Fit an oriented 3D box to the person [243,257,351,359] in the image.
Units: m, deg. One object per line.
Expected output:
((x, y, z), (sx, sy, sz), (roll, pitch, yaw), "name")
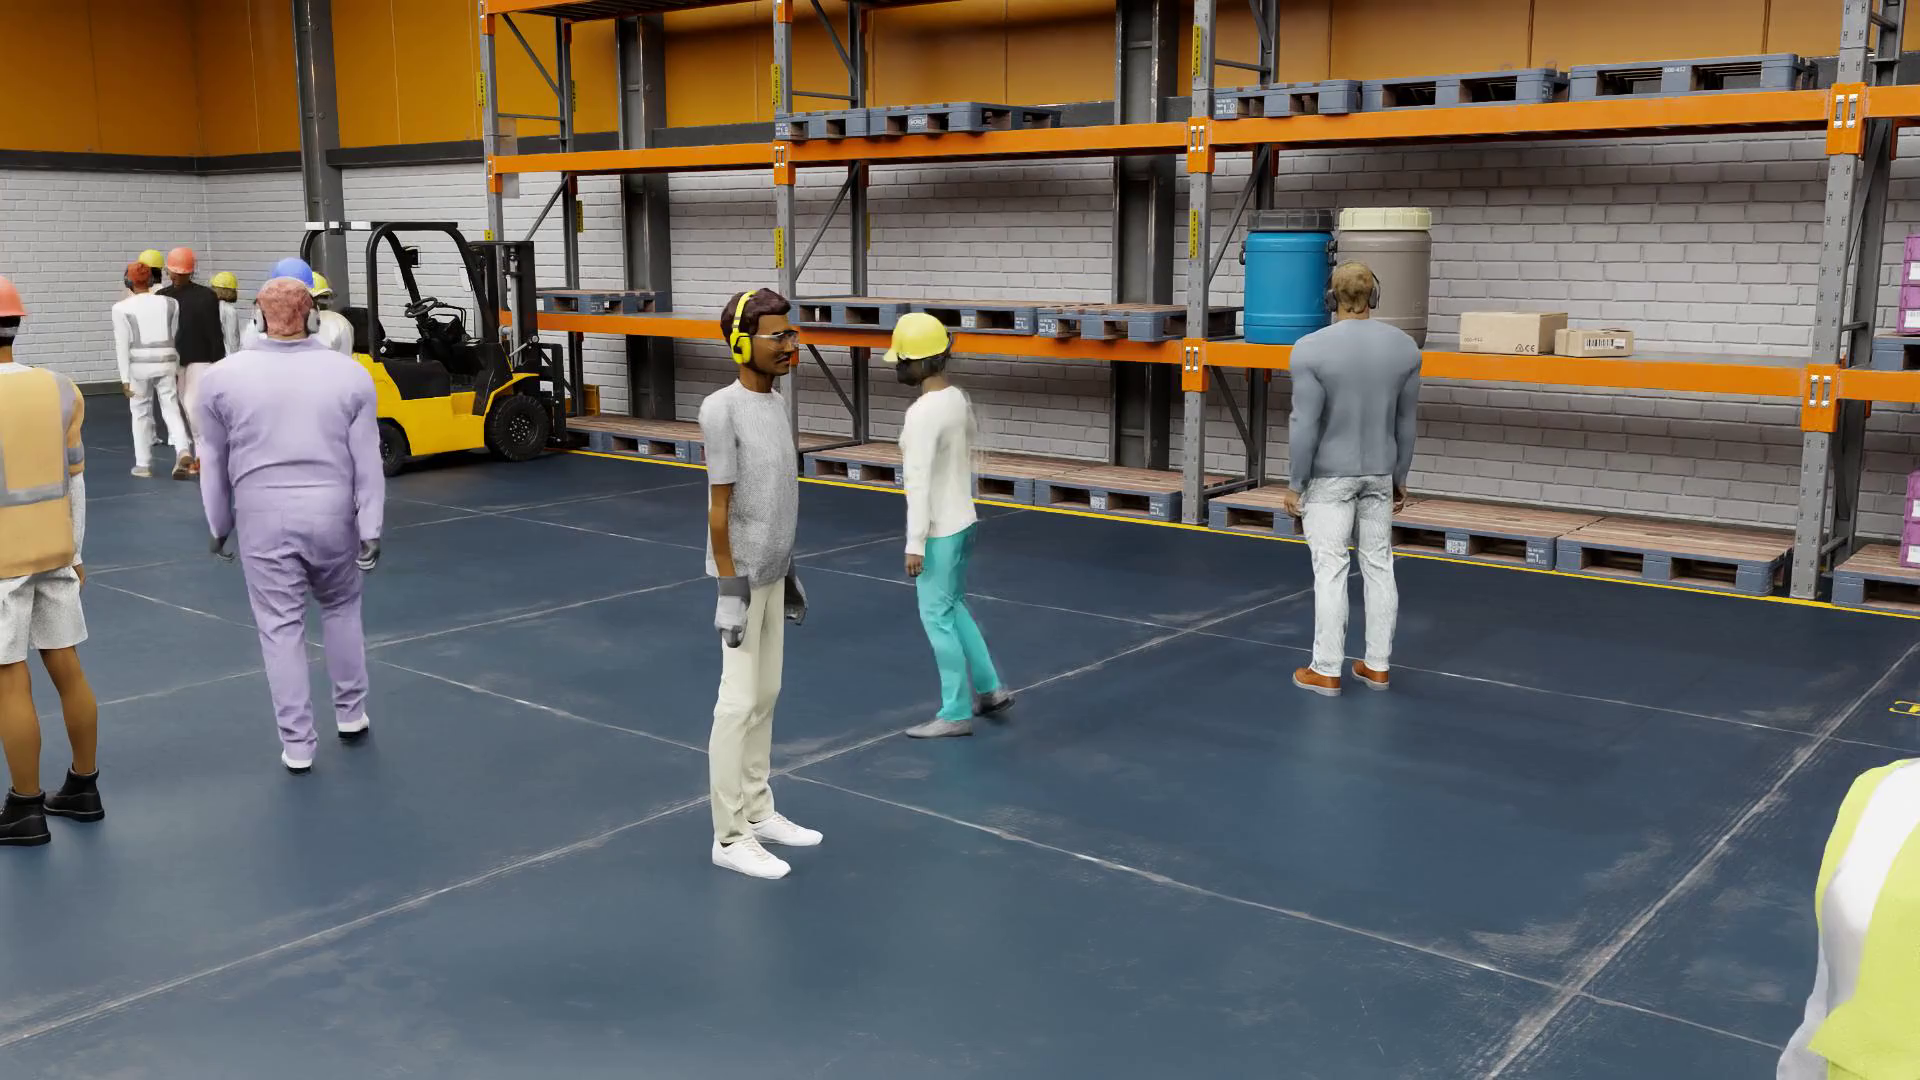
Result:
((-3.753, -0.645, 9.523), (0.479, 1.926, 0.613), (10, 14, 43), "person")

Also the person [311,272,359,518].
((-4.626, -1.012, 11.907), (0.887, 1.790, 0.590), (3, 11, 16), "person")

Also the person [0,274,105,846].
((-3.182, 0.061, 5.578), (0.358, 1.938, 0.542), (4, 11, 19), "person")

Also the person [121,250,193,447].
((-7.892, -1.874, 16.329), (0.589, 1.927, 0.387), (1, 10, 8), "person")

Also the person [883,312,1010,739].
((-0.057, -0.043, 6.704), (0.460, 1.738, 0.597), (3, 11, 15), "person")

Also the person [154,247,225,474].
((-6.701, -1.532, 14.347), (0.651, 1.952, 0.605), (2, 11, 13), "person")

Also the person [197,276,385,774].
((-2.598, -0.072, 6.494), (0.647, 1.881, 0.752), (-5, 11, -24), "person")

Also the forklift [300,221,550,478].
((-4.922, -1.741, 14.854), (1.214, 2.155, 2.313), (8, 13, 38), "forklift")

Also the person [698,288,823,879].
((-0.644, 0.132, 5.366), (0.326, 1.874, 0.518), (3, 11, 17), "person")

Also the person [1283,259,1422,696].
((1.729, -0.268, 7.409), (0.629, 1.936, 0.372), (-3, 11, -16), "person")

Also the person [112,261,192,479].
((-6.824, -1.428, 14.070), (0.558, 1.855, 0.841), (-9, 14, -42), "person")

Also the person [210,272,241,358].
((-6.995, -1.678, 15.822), (0.505, 1.723, 0.436), (4, 11, 23), "person")

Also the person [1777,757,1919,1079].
((0.964, 0.859, 1.464), (0.431, 1.834, 0.626), (-4, 11, -20), "person")
